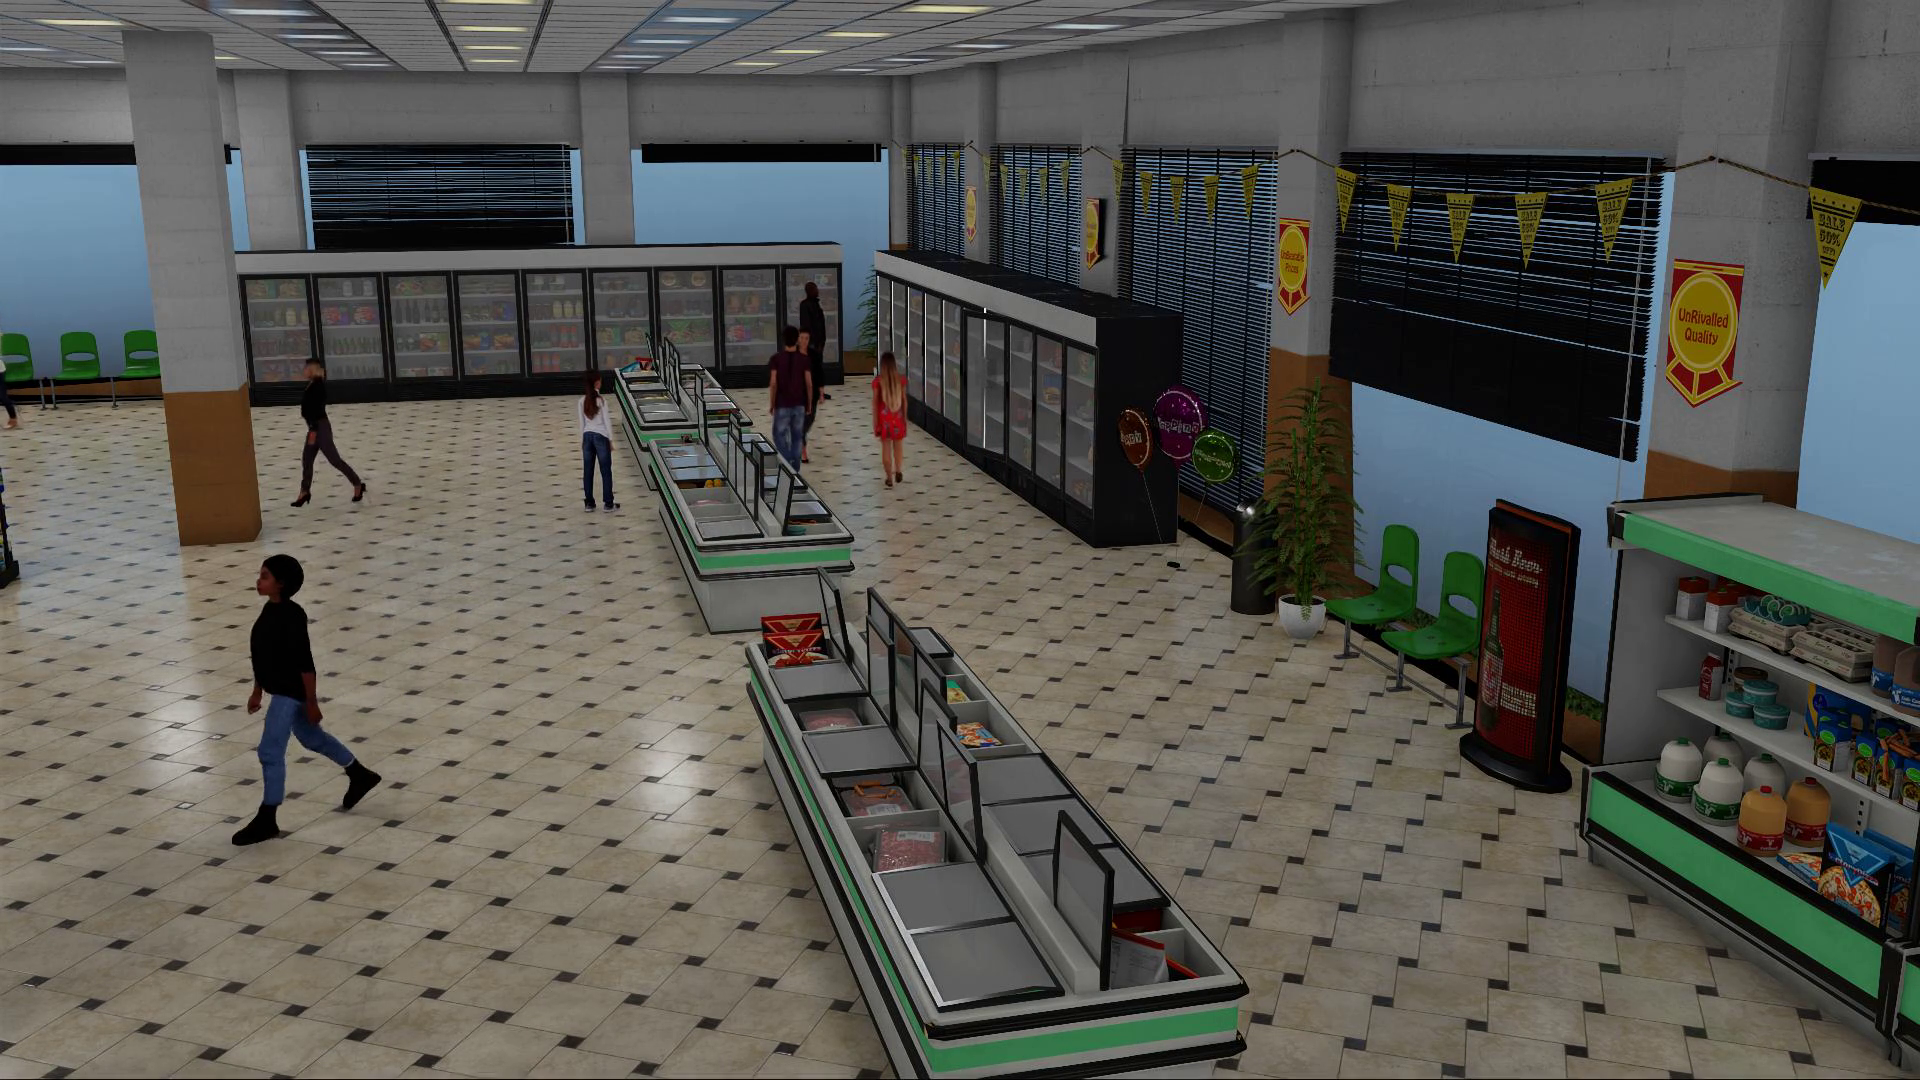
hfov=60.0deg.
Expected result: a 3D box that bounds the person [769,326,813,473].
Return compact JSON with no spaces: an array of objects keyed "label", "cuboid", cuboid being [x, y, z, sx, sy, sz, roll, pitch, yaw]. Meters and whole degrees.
[{"label":"person","cuboid":[-2.002,-1.587,19.627,0.663,1.841,0.898,-3,14,-13]}]

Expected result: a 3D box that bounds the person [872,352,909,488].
[{"label":"person","cuboid":[-0.798,-1.383,19.324,0.581,1.587,0.703,-3,14,-11]}]

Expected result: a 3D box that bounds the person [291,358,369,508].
[{"label":"person","cuboid":[-6.917,-1.146,18.262,0.782,1.627,1.016,-6,15,-24]}]

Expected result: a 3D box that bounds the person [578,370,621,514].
[{"label":"person","cuboid":[-3.980,-1.082,18.145,0.619,1.558,0.646,3,14,13]}]

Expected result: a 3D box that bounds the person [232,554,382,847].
[{"label":"person","cuboid":[-3.830,0.905,9.733,1.007,1.662,1.163,-12,18,-40]}]

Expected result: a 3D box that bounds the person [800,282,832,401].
[{"label":"person","cuboid":[-2.315,-3.121,25.984,0.834,1.825,0.671,-9,16,-33]}]

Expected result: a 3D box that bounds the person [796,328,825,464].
[{"label":"person","cuboid":[-1.991,-1.825,20.939,0.634,1.685,0.928,-2,14,-9]}]
